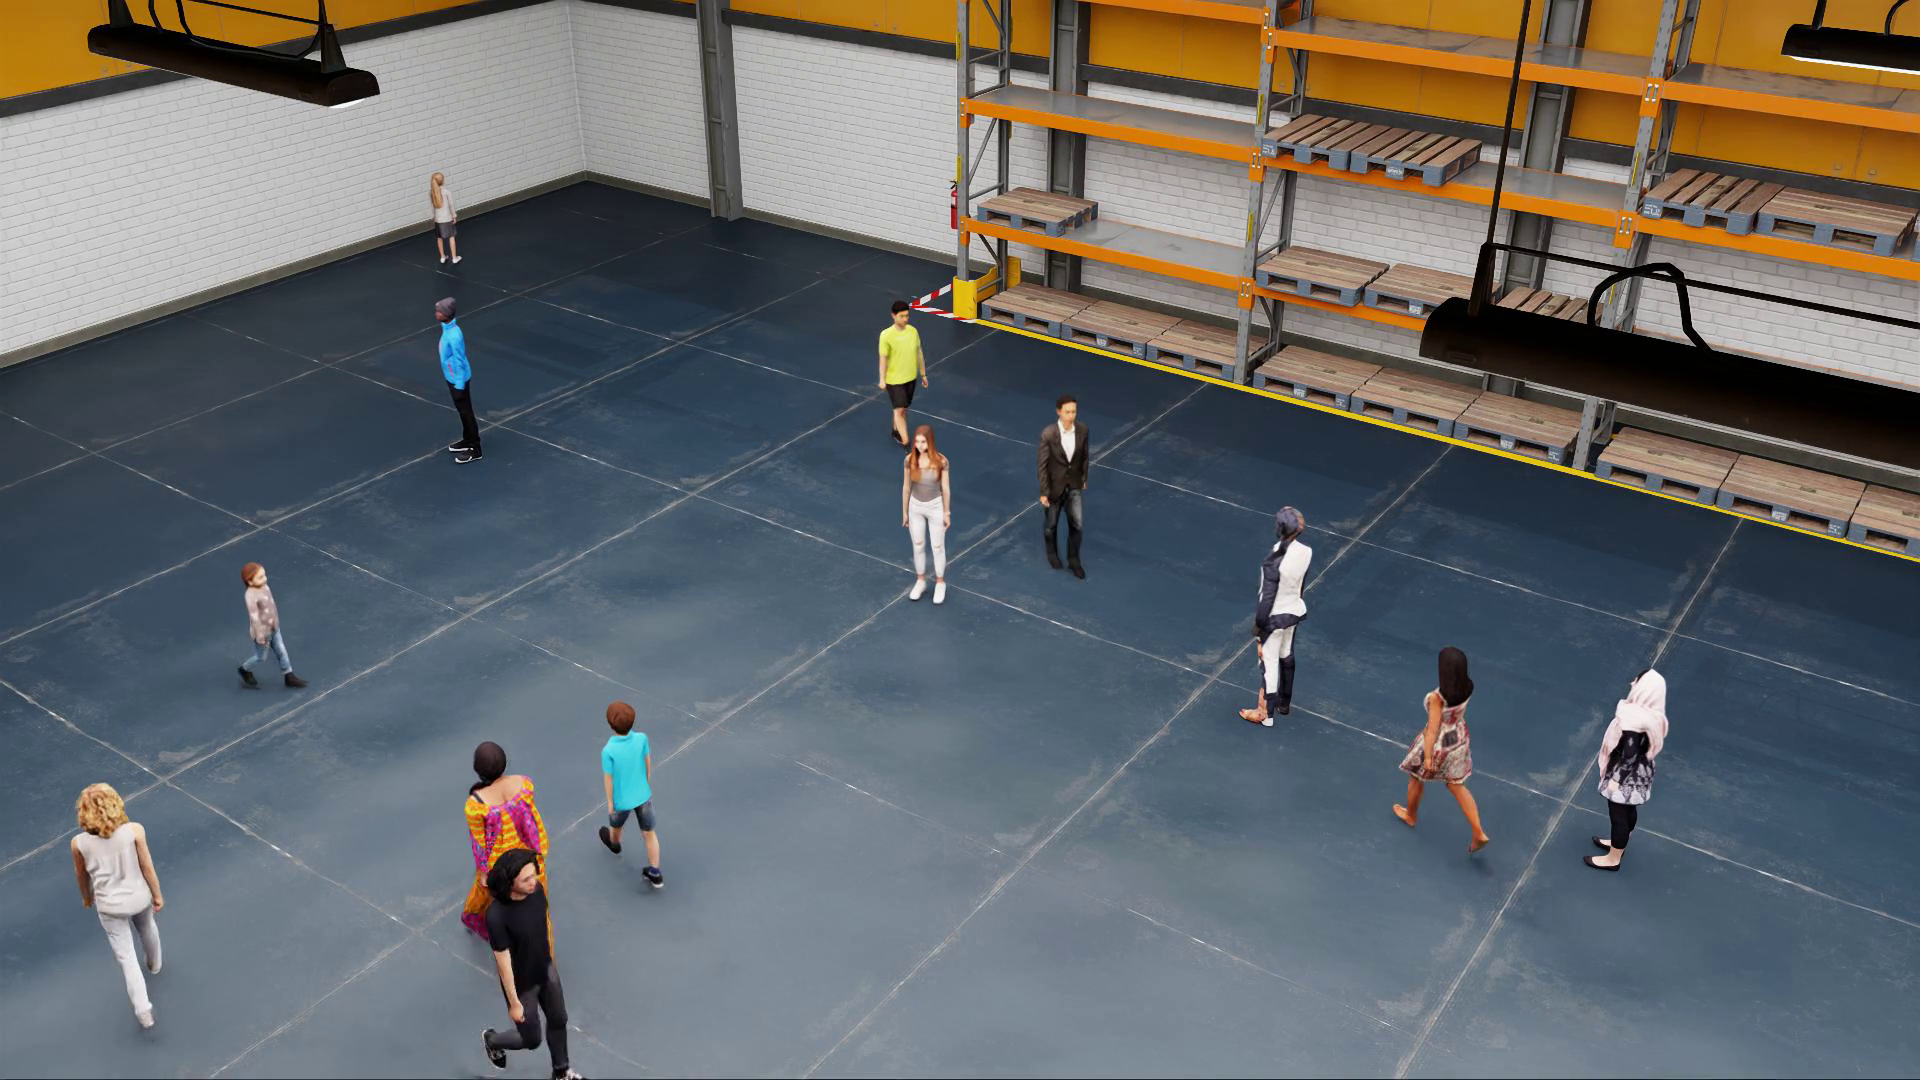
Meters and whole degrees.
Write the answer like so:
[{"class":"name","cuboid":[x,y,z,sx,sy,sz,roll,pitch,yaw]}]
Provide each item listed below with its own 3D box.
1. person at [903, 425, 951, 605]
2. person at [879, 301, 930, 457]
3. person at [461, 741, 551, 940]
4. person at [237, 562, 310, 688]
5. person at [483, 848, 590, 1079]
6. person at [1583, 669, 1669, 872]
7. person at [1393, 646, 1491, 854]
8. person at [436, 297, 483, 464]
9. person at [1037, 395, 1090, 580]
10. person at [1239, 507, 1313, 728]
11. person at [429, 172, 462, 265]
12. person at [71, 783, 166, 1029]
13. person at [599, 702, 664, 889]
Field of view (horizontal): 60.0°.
[{"class":"person","cuboid":[-0.290,-0.255,14.966,0.588,1.718,0.721,6,29,10]},{"class":"person","cuboid":[-0.677,-1.781,17.802,0.804,1.681,1.037,-21,35,-33]},{"class":"person","cuboid":[-2.901,2.068,10.785,0.837,1.643,1.158,-22,35,-34]},{"class":"person","cuboid":[-5.789,0.726,13.731,0.874,1.179,0.685,5,29,9]},{"class":"person","cuboid":[-2.601,2.532,9.752,0.962,1.819,0.753,10,30,18]},{"class":"person","cuboid":[4.692,1.600,11.649,0.596,1.638,0.613,18,34,30]},{"class":"person","cuboid":[3.508,1.504,11.842,0.904,1.621,1.149,-17,33,-28]},{"class":"person","cuboid":[-5.283,-1.703,17.543,0.749,1.793,0.633,-14,32,-24]},{"class":"person","cuboid":[0.916,-0.556,15.449,0.948,1.784,1.018,-7,29,-13]},{"class":"person","cuboid":[2.539,0.604,13.210,0.728,1.893,0.664,-23,36,-36]},{"class":"person","cuboid":[-7.219,-4.508,23.225,0.574,1.275,0.651,2,29,4]},{"class":"person","cuboid":[-5.226,2.299,10.373,0.972,1.633,1.194,-13,31,-23]},{"class":"person","cuboid":[-2.255,1.792,11.534,0.746,1.411,1.015,-19,34,-31]}]
